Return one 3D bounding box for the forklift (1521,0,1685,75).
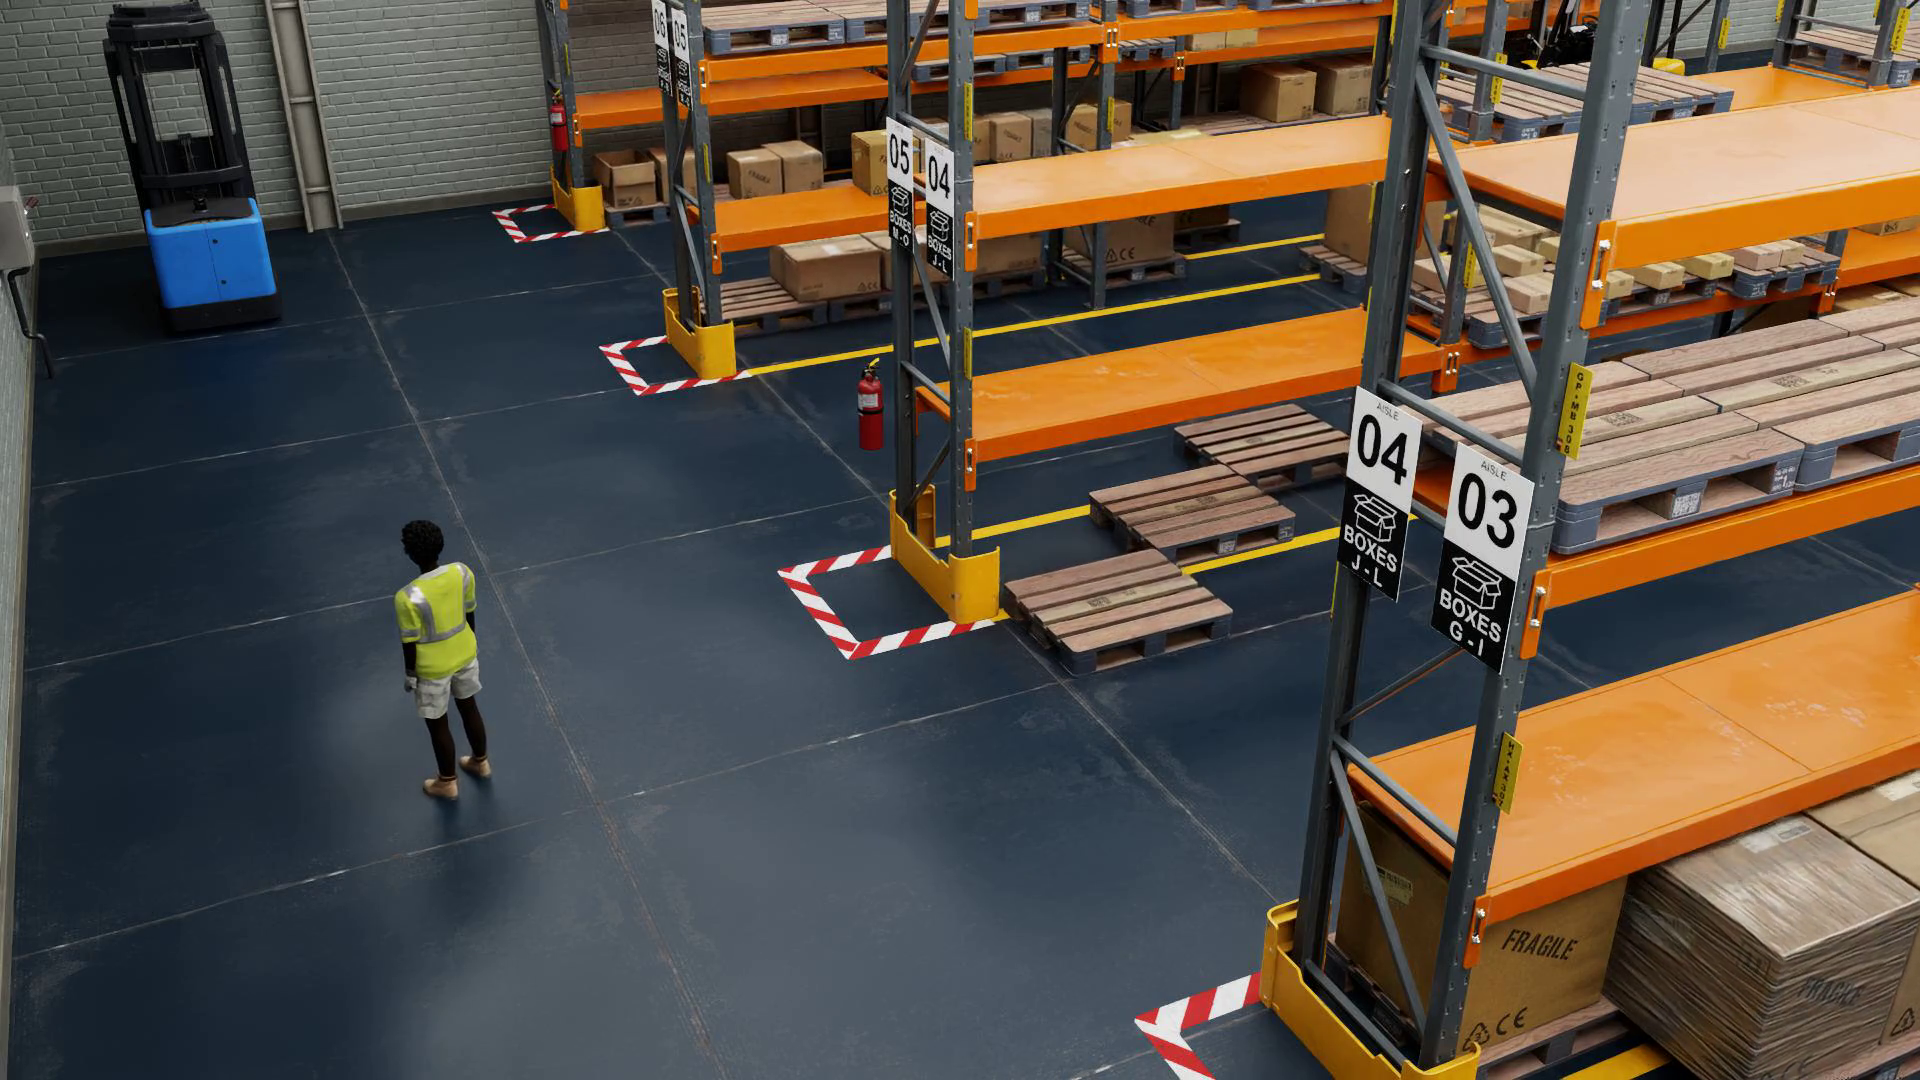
[{"bbox_3d":[8.950,-6.807,23.056,1.214,2.155,2.313,-12,30,-22],"label":"forklift"}]

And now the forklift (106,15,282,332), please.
[{"bbox_3d":[-7.548,-3.672,16.323,1.129,2.768,1.873,-12,30,-22],"label":"forklift"}]

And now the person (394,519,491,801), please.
[{"bbox_3d":[-2.884,0.665,9.289,0.321,1.686,0.537,15,31,26],"label":"person"}]
